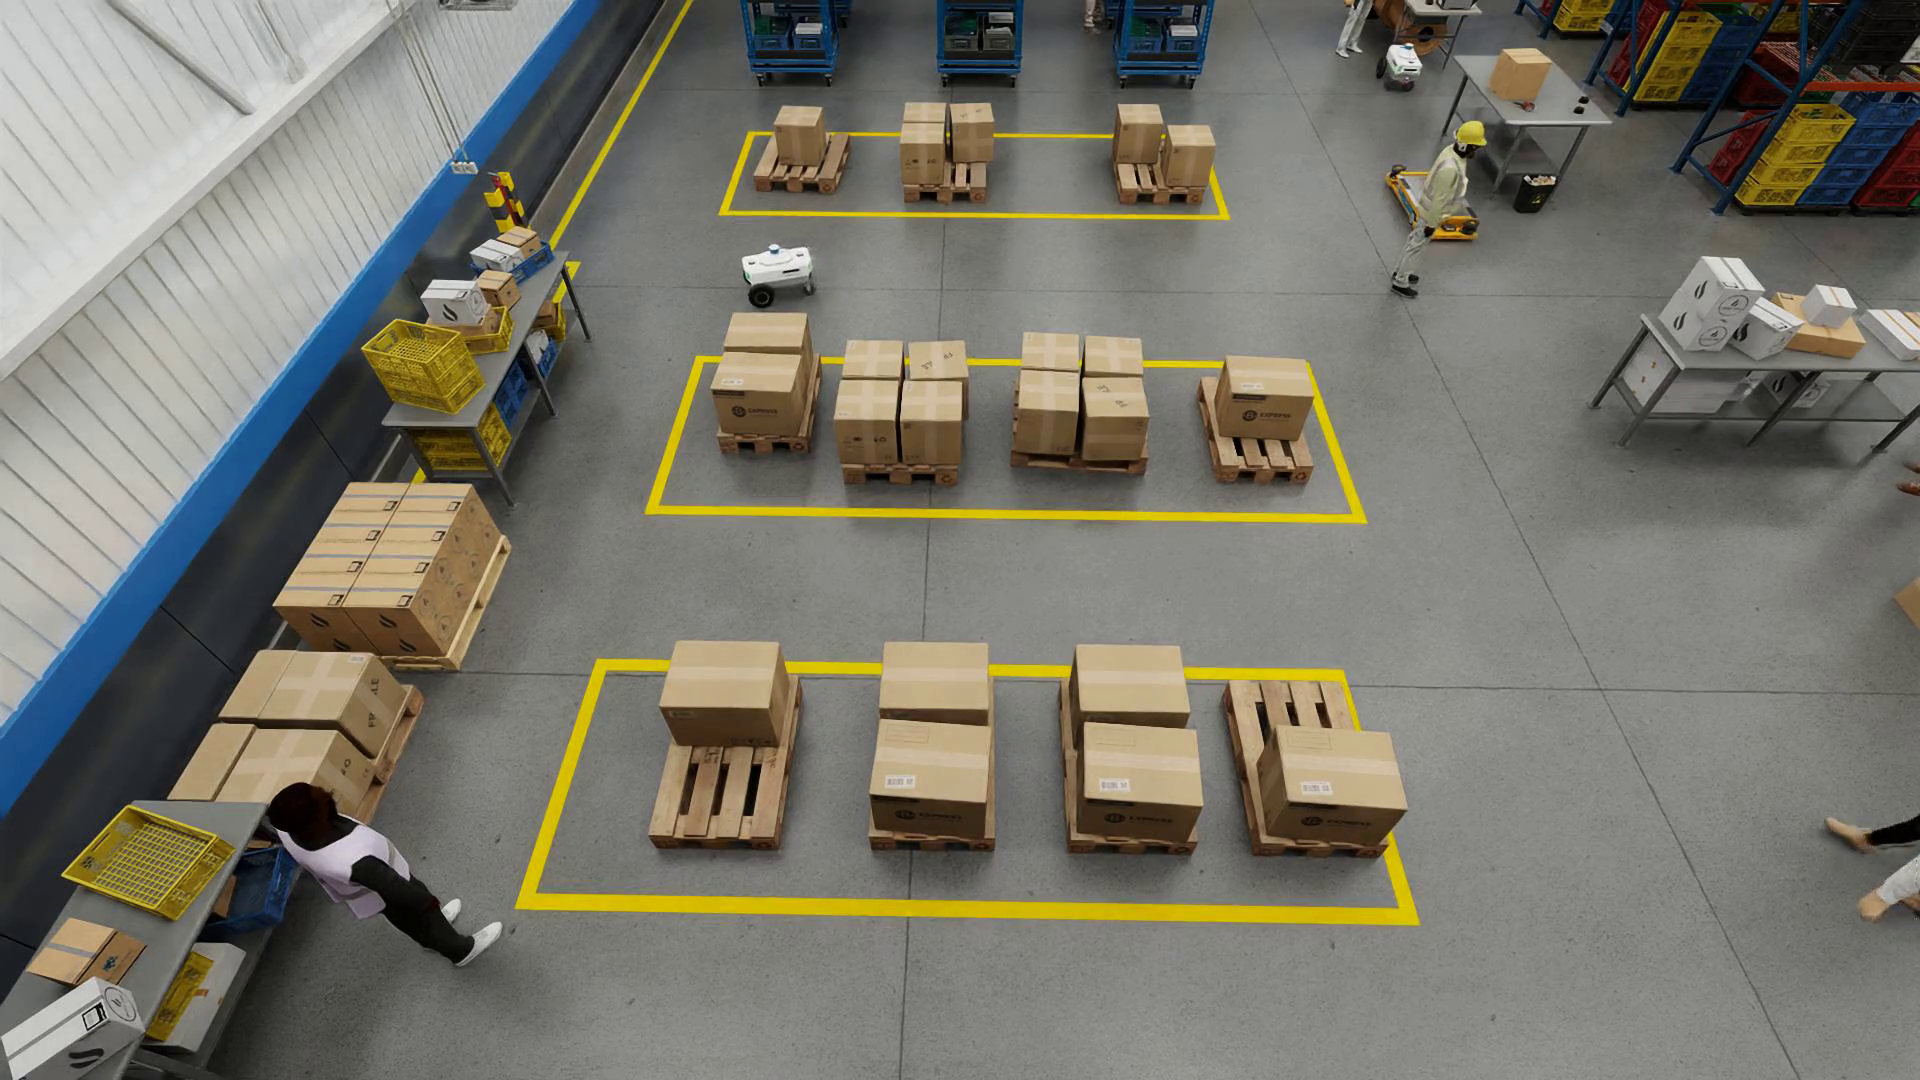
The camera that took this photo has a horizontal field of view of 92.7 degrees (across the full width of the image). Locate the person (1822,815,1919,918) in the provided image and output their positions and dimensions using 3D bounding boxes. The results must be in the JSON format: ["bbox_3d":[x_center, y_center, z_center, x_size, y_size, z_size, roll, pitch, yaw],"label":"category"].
[{"bbox_3d":[5.781,1.582,5.226,0.546,1.654,0.766,-25,54,-20],"label":"person"}]

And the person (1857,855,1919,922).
[{"bbox_3d":[5.993,1.607,5.114,0.870,1.807,0.644,-26,54,-21],"label":"person"}]

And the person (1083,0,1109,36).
[{"bbox_3d":[2.206,-8.894,14.089,0.405,1.985,0.619,24,53,20],"label":"person"}]

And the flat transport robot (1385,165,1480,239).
[{"bbox_3d":[5.692,-4.094,11.059,0.652,0.197,1.431,1,49,1],"label":"flat transport robot"}]

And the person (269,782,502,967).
[{"bbox_3d":[-3.070,1.812,4.864,0.596,1.918,0.382,20,52,17],"label":"person"}]

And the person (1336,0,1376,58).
[{"bbox_3d":[6.018,-8.068,13.604,0.514,1.632,0.312,-27,54,-22],"label":"person"}]

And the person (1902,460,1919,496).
[{"bbox_3d":[8.537,-1.118,7.409,0.403,1.906,0.651,21,52,17],"label":"person"}]

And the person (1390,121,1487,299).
[{"bbox_3d":[4.903,-3.397,9.430,0.403,1.831,0.595,18,52,15],"label":"person"}]

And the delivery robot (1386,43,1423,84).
[{"bbox_3d":[6.415,-6.907,13.247,0.477,0.478,0.707,3,49,3],"label":"delivery robot"}]

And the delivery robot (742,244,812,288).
[{"bbox_3d":[-1.946,-2.917,9.788,0.707,0.478,0.477,-13,50,-10],"label":"delivery robot"}]
